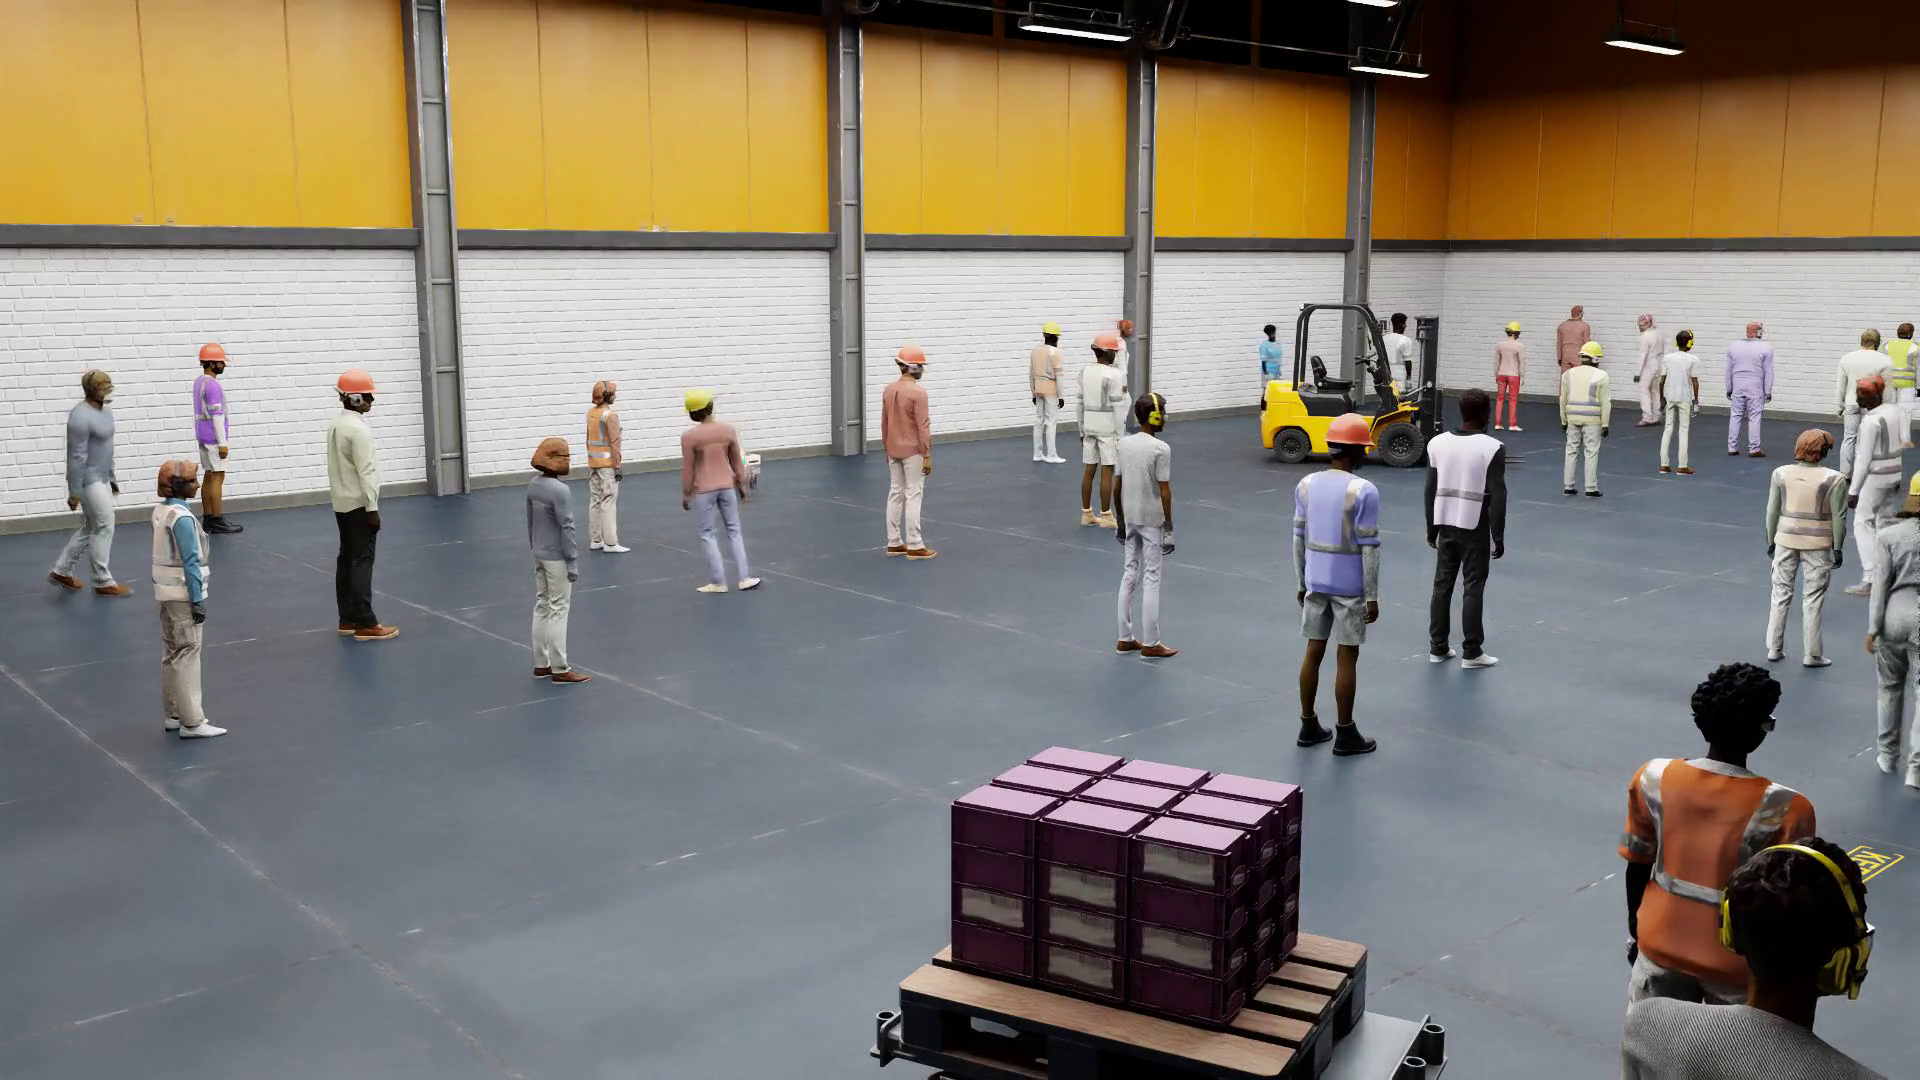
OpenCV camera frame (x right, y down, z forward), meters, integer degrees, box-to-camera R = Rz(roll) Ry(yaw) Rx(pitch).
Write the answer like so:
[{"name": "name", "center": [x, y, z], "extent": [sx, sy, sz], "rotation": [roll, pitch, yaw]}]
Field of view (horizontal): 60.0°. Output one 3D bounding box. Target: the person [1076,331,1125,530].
[{"name": "person", "center": [1.480, -1.129, 17.188], "extent": [0.393, 2.041, 0.613], "rotation": [-8, 13, -40]}]

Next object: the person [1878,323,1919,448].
[{"name": "person", "center": [13.823, -2.268, 24.447], "extent": [0.428, 1.842, 0.631], "rotation": [-8, 13, -40]}]

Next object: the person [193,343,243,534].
[{"name": "person", "center": [-7.578, -1.036, 16.951], "extent": [0.376, 1.935, 0.550], "rotation": [-8, 13, -40]}]

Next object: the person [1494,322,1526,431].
[{"name": "person", "center": [8.866, -2.632, 26.804], "extent": [0.327, 1.765, 0.531], "rotation": [-8, 13, -40]}]

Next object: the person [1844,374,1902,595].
[{"name": "person", "center": [7.679, -0.467, 13.912], "extent": [0.729, 1.857, 0.351], "rotation": [-8, 13, -40]}]

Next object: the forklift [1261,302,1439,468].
[{"name": "forklift", "center": [5.320, -2.157, 22.763], "extent": [2.313, 2.155, 1.214], "rotation": [3, 10, 16]}]

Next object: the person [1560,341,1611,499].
[{"name": "person", "center": [7.284, -1.392, 19.354], "extent": [0.403, 1.828, 0.598], "rotation": [-8, 13, -40]}]

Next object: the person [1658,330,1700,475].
[{"name": "person", "center": [9.303, -1.781, 21.517], "extent": [0.313, 1.869, 0.528], "rotation": [-8, 13, -40]}]

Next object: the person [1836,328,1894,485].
[{"name": "person", "center": [11.049, -1.614, 20.339], "extent": [0.353, 1.936, 0.633], "rotation": [-8, 13, -40]}]

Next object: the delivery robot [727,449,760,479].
[{"name": "delivery robot", "center": [-2.766, -0.946, 20.192], "extent": [0.707, 0.478, 0.477], "rotation": [7, 12, 34]}]

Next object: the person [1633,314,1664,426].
[{"name": "person", "center": [11.450, -2.821, 27.624], "extent": [0.781, 1.874, 0.398], "rotation": [-8, 13, -40]}]

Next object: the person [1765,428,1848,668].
[{"name": "person", "center": [5.806, 0.054, 11.442], "extent": [0.311, 1.638, 0.521], "rotation": [-8, 13, -40]}]

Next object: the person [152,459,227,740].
[{"name": "person", "center": [-4.553, 0.344, 9.751], "extent": [0.311, 1.636, 0.521], "rotation": [-8, 13, -40]}]

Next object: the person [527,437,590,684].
[{"name": "person", "center": [-2.677, 0.132, 11.002], "extent": [0.278, 1.631, 0.505], "rotation": [-8, 13, -40]}]

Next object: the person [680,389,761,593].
[{"name": "person", "center": [-2.021, -0.409, 13.921], "extent": [0.679, 1.727, 0.321], "rotation": [-7, 12, -35]}]

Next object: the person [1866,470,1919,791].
[{"name": "person", "center": [5.087, 0.479, 8.819], "extent": [0.501, 1.697, 0.749], "rotation": [6, 11, 30]}]

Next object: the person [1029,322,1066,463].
[{"name": "person", "center": [1.208, -2.008, 22.681], "extent": [0.382, 1.923, 0.593], "rotation": [-8, 13, -40]}]

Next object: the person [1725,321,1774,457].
[{"name": "person", "center": [11.109, -2.119, 23.389], "extent": [0.401, 1.904, 0.649], "rotation": [-8, 13, -40]}]

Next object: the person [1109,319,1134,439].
[{"name": "person", "center": [2.446, -2.448, 25.457], "extent": [0.652, 1.852, 0.589], "rotation": [1, 10, 4]}]

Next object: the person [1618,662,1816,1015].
[{"name": "person", "center": [2.122, 1.185, 4.693], "extent": [0.318, 1.681, 0.539], "rotation": [-8, 13, -40]}]

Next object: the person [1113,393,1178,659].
[{"name": "person", "center": [1.299, -0.100, 11.691], "extent": [0.313, 1.862, 0.528], "rotation": [-8, 13, -40]}]

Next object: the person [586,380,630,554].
[{"name": "person", "center": [-3.375, -0.694, 15.819], "extent": [0.311, 1.639, 0.521], "rotation": [-8, 13, -40]}]

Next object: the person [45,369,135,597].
[{"name": "person", "center": [-7.247, -0.456, 13.683], "extent": [0.700, 1.908, 0.649], "rotation": [-2, 10, -11]}]

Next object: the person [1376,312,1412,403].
[{"name": "person", "center": [6.614, -2.476, 25.299], "extent": [0.364, 1.962, 0.612], "rotation": [-8, 13, -40]}]

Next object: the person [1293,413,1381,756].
[{"name": "person", "center": [2.156, 0.247, 9.445], "extent": [0.374, 1.933, 0.550], "rotation": [-8, 13, -40]}]

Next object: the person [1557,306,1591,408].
[{"name": "person", "center": [11.337, -3.365, 30.680], "extent": [0.401, 1.906, 0.649], "rotation": [-8, 13, -40]}]

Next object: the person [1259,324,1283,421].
[{"name": "person", "center": [5.374, -2.875, 28.536], "extent": [0.661, 1.663, 0.320], "rotation": [-8, 13, -41]}]

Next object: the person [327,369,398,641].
[{"name": "person", "center": [-4.424, -0.262, 12.252], "extent": [0.396, 1.992, 0.619], "rotation": [-8, 13, -40]}]

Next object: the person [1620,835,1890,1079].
[{"name": "person", "center": [1.340, 1.410, 2.832], "extent": [0.313, 1.869, 0.528], "rotation": [-8, 13, -40]}]

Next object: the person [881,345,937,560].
[{"name": "person", "center": [-0.473, -0.818, 15.512], "extent": [0.395, 1.990, 0.619], "rotation": [-8, 13, -40]}]

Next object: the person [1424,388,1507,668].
[{"name": "person", "center": [3.455, -0.080, 11.414], "extent": [0.373, 1.915, 0.594], "rotation": [-8, 13, -40]}]
